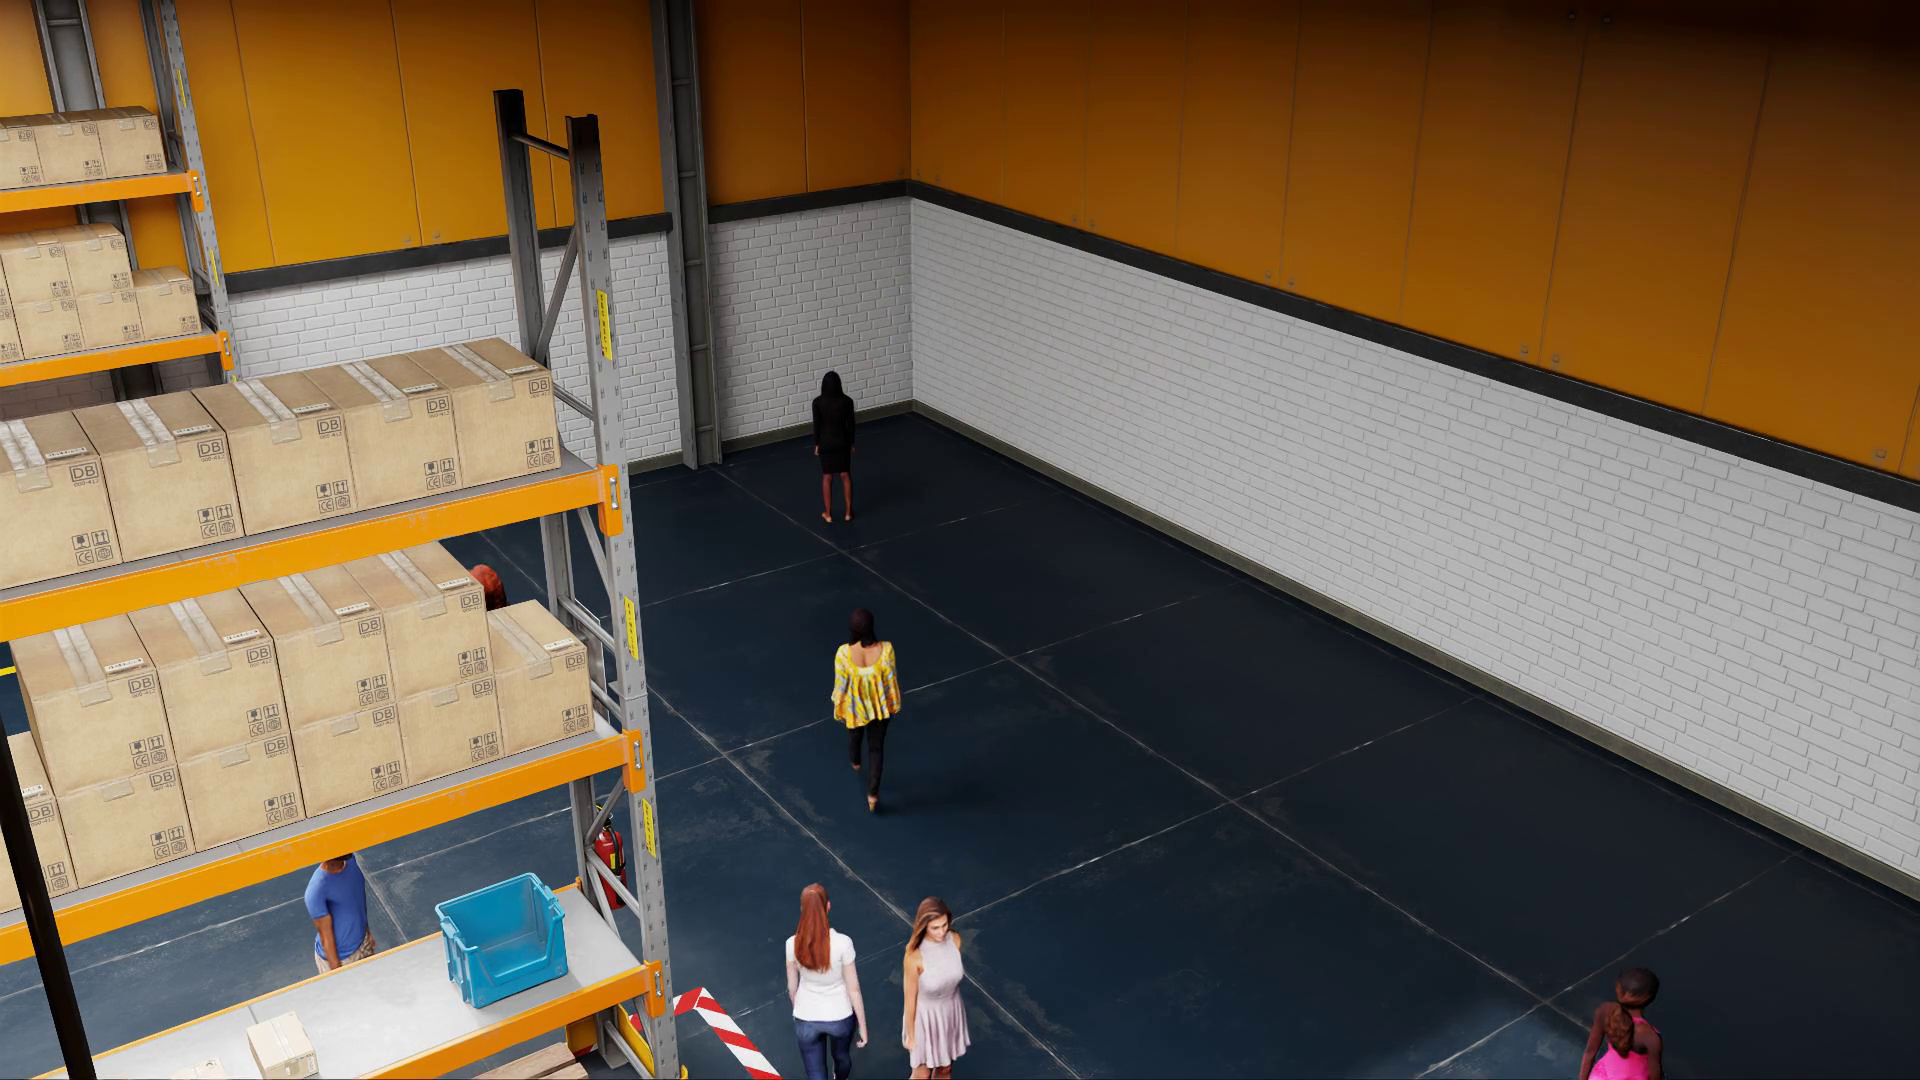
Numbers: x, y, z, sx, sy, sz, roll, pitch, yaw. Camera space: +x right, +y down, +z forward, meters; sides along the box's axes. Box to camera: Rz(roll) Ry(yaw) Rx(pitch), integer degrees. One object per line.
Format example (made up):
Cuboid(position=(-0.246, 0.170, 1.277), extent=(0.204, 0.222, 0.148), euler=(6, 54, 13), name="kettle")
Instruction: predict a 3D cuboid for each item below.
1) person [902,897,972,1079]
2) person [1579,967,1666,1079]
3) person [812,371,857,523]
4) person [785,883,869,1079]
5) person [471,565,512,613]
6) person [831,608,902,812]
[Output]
Cuboid(position=(-0.151, 2.781, 9.544), extent=(0.506, 1.768, 0.609), euler=(-15, 28, -31), name="person")
Cuboid(position=(3.476, 3.062, 8.980), extent=(0.840, 1.704, 0.644), euler=(-10, 26, -22), name="person")
Cuboid(position=(-1.385, -1.042, 18.348), extent=(0.585, 1.720, 0.737), euler=(-4, 24, -9), name="person")
Cuboid(position=(-0.794, 2.836, 9.522), extent=(1.157, 1.685, 1.099), euler=(1, 24, 1), name="person")
Cuboid(position=(-3.804, 1.013, 13.571), extent=(0.453, 1.783, 0.646), euler=(-18, 29, -35), name="person")
Cuboid(position=(-0.725, 1.357, 12.992), extent=(1.092, 1.616, 1.067), euler=(-2, 24, -4), name="person")
